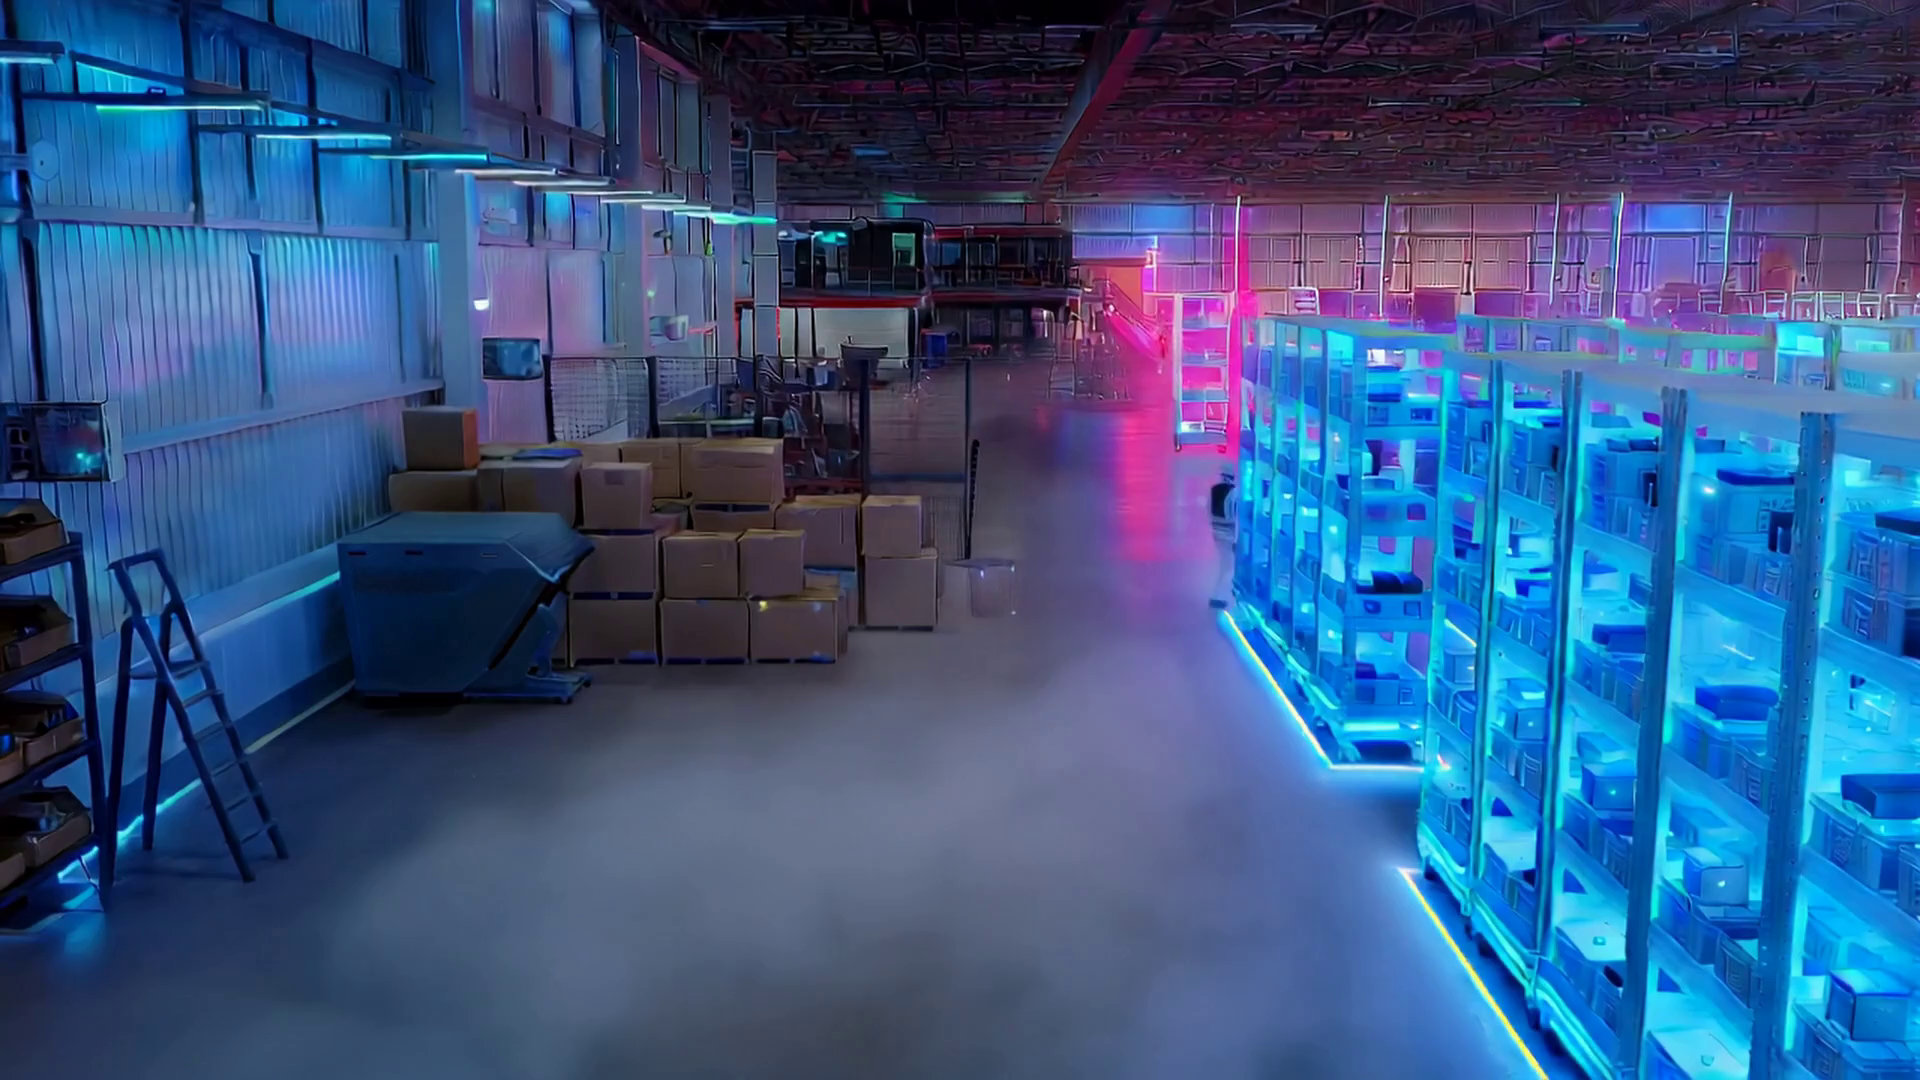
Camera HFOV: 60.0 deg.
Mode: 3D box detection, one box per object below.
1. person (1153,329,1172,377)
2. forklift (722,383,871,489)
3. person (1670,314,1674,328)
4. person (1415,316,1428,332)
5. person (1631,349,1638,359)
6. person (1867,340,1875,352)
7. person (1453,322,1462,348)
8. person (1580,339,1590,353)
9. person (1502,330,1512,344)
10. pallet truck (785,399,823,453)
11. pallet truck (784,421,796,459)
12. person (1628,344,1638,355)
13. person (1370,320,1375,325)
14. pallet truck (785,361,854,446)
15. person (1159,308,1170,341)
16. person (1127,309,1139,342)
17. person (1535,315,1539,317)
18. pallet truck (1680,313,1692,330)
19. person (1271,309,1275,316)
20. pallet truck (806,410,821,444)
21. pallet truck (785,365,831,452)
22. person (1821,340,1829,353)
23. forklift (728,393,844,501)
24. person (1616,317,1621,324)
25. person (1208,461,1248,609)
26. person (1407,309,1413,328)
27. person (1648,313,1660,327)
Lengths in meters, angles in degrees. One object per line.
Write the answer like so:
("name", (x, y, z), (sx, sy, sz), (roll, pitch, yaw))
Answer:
("person", (7.787, -7.158, 63.835), (0.631, 1.869, 0.575), (2, 9, 13))
("forklift", (-2.893, -1.687, 28.729), (2.680, 1.987, 1.157), (0, 9, -1))
("person", (38.716, -11.395, 90.292), (0.329, 1.765, 0.527), (5, 11, 30))
("person", (22.447, -9.962, 80.971), (0.587, 1.922, 0.392), (4, 10, 23))
("person", (19.654, -4.616, 48.277), (0.532, 1.837, 0.659), (0, 9, 3))
("person", (31.832, -6.132, 58.054), (0.448, 1.685, 0.547), (6, 11, 33))
("person", (22.523, -8.964, 75.168), (0.875, 1.814, 0.633), (-6, 11, -31))
("person", (25.086, -7.729, 66.982), (0.985, 1.981, 0.605), (-3, 10, -18))
("person", (25.071, -9.121, 76.068), (0.647, 1.825, 0.557), (-8, 13, -42))
("pallet truck", (-3.814, -2.432, 36.419), (1.630, 1.274, 0.653), (0, 9, 1))
("pallet truck", (-4.013, -1.793, 32.705), (1.601, 1.201, 0.680), (0, 9, 1))
("person", (24.258, -6.530, 59.425), (0.686, 2.000, 0.535), (8, 12, 42))
("person", (19.270, -9.342, 77.478), (0.895, 1.815, 0.617), (-9, 13, -44))
("pallet truck", (-3.410, -3.193, 38.978), (1.885, 1.965, 0.823), (0, 9, -1))
("person", (11.797, -12.388, 95.863), (0.620, 1.959, 0.914), (8, 12, 40))
("person", (9.897, -12.246, 95.171), (0.954, 1.903, 0.548), (-6, 11, -34))
("person", (28.328, -10.100, 81.763), (0.630, 1.940, 0.372), (3, 10, 19))
("pallet truck", (36.315, -10.531, 84.244), (0.823, 1.965, 1.885), (-6, 11, -33))
("person", (17.735, -12.187, 94.674), (0.614, 1.932, 0.606), (-9, 13, -43))
("pallet truck", (-3.559, -2.018, 33.905), (1.522, 1.261, 0.704), (0, 9, -1))
("pallet truck", (-3.774, -2.976, 37.635), (1.885, 1.965, 0.823), (1, 9, 5))
("person", (31.066, -6.511, 59.653), (0.589, 1.925, 0.552), (-4, 10, -22))
("forklift", (-2.979, -1.316, 26.476), (2.680, 1.987, 1.157), (0, 9, 1))
("person", (34.553, -10.904, 87.533), (0.661, 1.678, 0.540), (1, 9, 5))
("person", (3.334, -0.068, 20.277), (0.773, 1.801, 0.626), (-6, 11, -32))
("person", (25.639, -12.206, 94.829), (0.398, 1.918, 0.587), (6, 11, 33))
("person", (35.572, -10.687, 85.391), (1.043, 1.936, 0.648), (-7, 12, -39))
